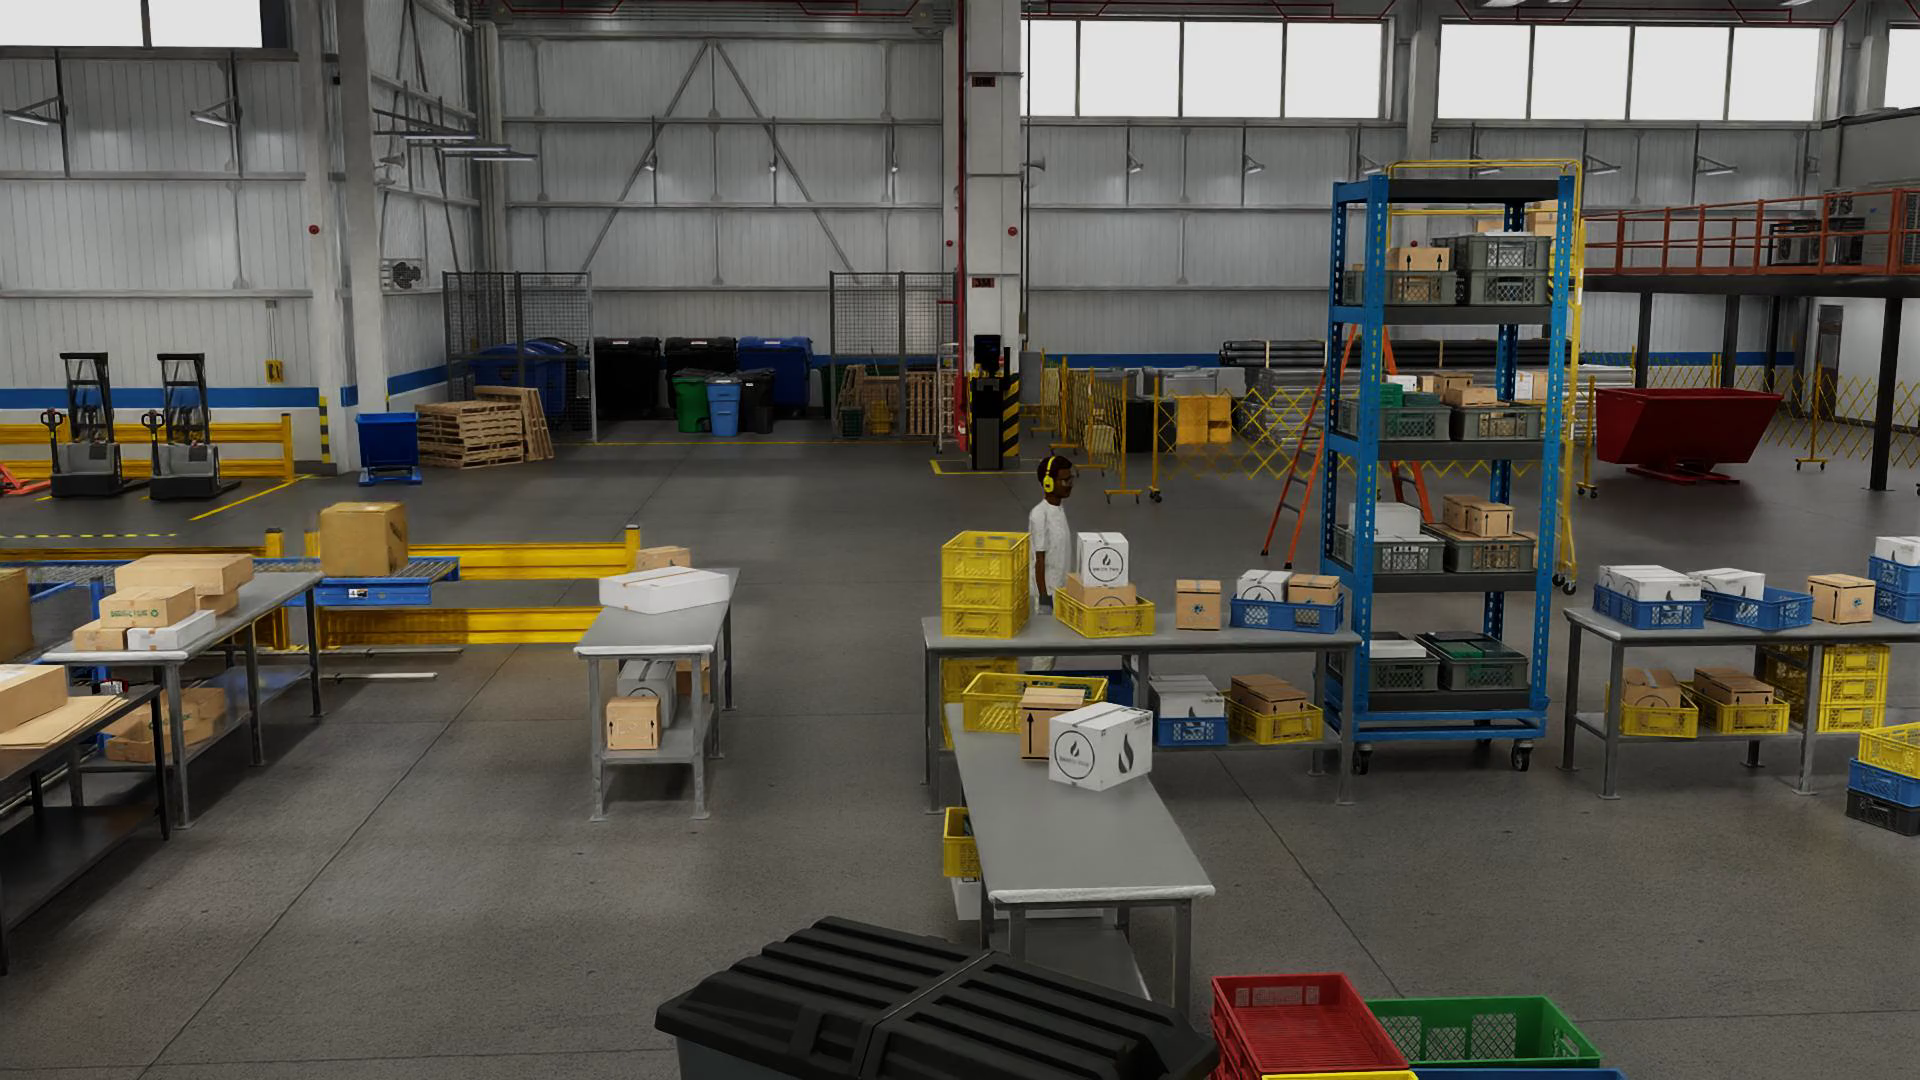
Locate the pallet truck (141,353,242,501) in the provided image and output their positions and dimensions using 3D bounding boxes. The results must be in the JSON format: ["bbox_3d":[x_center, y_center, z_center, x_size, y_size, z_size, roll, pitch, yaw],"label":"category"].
[{"bbox_3d":[-10.520,-1.604,22.925,0.823,1.965,1.885,-1,9,-6],"label":"pallet truck"}]

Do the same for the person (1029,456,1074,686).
[{"bbox_3d":[0.615,0.377,10.888,0.324,1.871,0.526,3,9,16],"label":"person"}]

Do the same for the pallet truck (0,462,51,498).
[{"bbox_3d":[-13.193,-1.293,23.148,0.653,1.274,1.630,-1,9,-4],"label":"pallet truck"}]

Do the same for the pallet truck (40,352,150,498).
[{"bbox_3d":[-11.907,-1.642,23.165,0.823,1.965,1.885,0,9,0],"label":"pallet truck"}]
